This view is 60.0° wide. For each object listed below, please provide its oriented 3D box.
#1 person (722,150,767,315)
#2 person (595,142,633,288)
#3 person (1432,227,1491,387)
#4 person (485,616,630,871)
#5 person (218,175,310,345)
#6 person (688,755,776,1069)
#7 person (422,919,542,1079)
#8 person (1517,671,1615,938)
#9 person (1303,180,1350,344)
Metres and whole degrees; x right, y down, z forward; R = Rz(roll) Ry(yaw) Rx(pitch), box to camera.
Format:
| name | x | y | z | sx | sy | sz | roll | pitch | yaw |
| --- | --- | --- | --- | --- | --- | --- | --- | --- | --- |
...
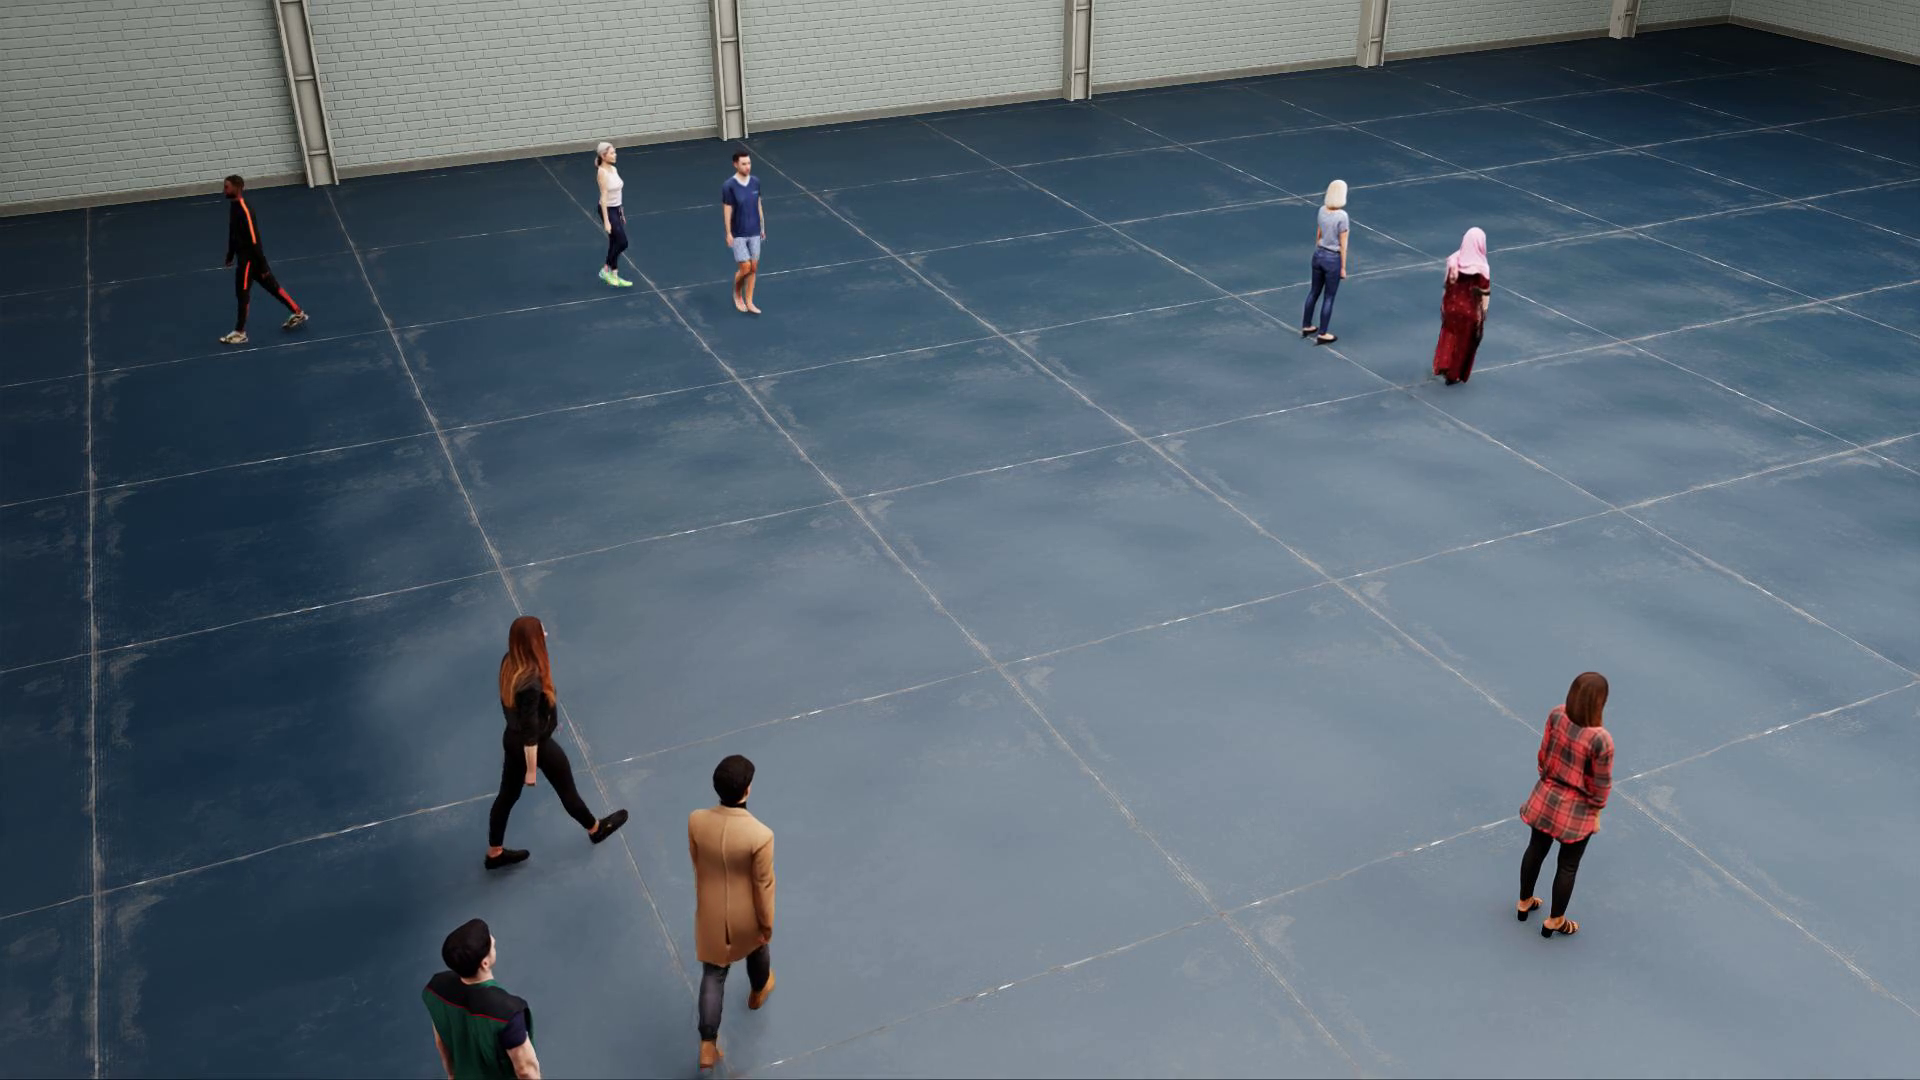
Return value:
| name | x | y | z | sx | sy | sz | roll | pitch | yaw |
| --- | --- | --- | --- | --- | --- | --- | --- | --- | --- |
| person | -2.429 | -3.412 | 18.357 | 0.680 | 1.841 | 0.781 | -23 | 35 | -36 |
| person | -4.092 | -3.717 | 19.081 | 0.780 | 1.697 | 0.742 | 3 | 28 | 5 |
| person | 4.941 | -2.286 | 16.470 | 0.756 | 1.626 | 0.739 | -25 | 37 | -38 |
| person | -2.635 | 1.242 | 9.803 | 1.160 | 1.666 | 0.749 | -19 | 33 | -31 |
| person | -7.439 | -3.000 | 17.665 | 1.240 | 1.763 | 0.755 | -17 | 33 | -29 |
| person | -1.204 | 1.922 | 8.490 | 1.124 | 1.701 | 1.076 | 4 | 28 | 8 |
| person | -2.037 | 2.444 | 7.298 | 0.764 | 1.900 | 0.796 | 13 | 31 | 23 |
| person | 3.402 | 1.471 | 9.334 | 0.571 | 1.702 | 0.623 | -16 | 32 | -27 |
| person | 3.900 | -2.961 | 17.645 | 0.563 | 1.714 | 0.603 | -16 | 32 | -27 |
